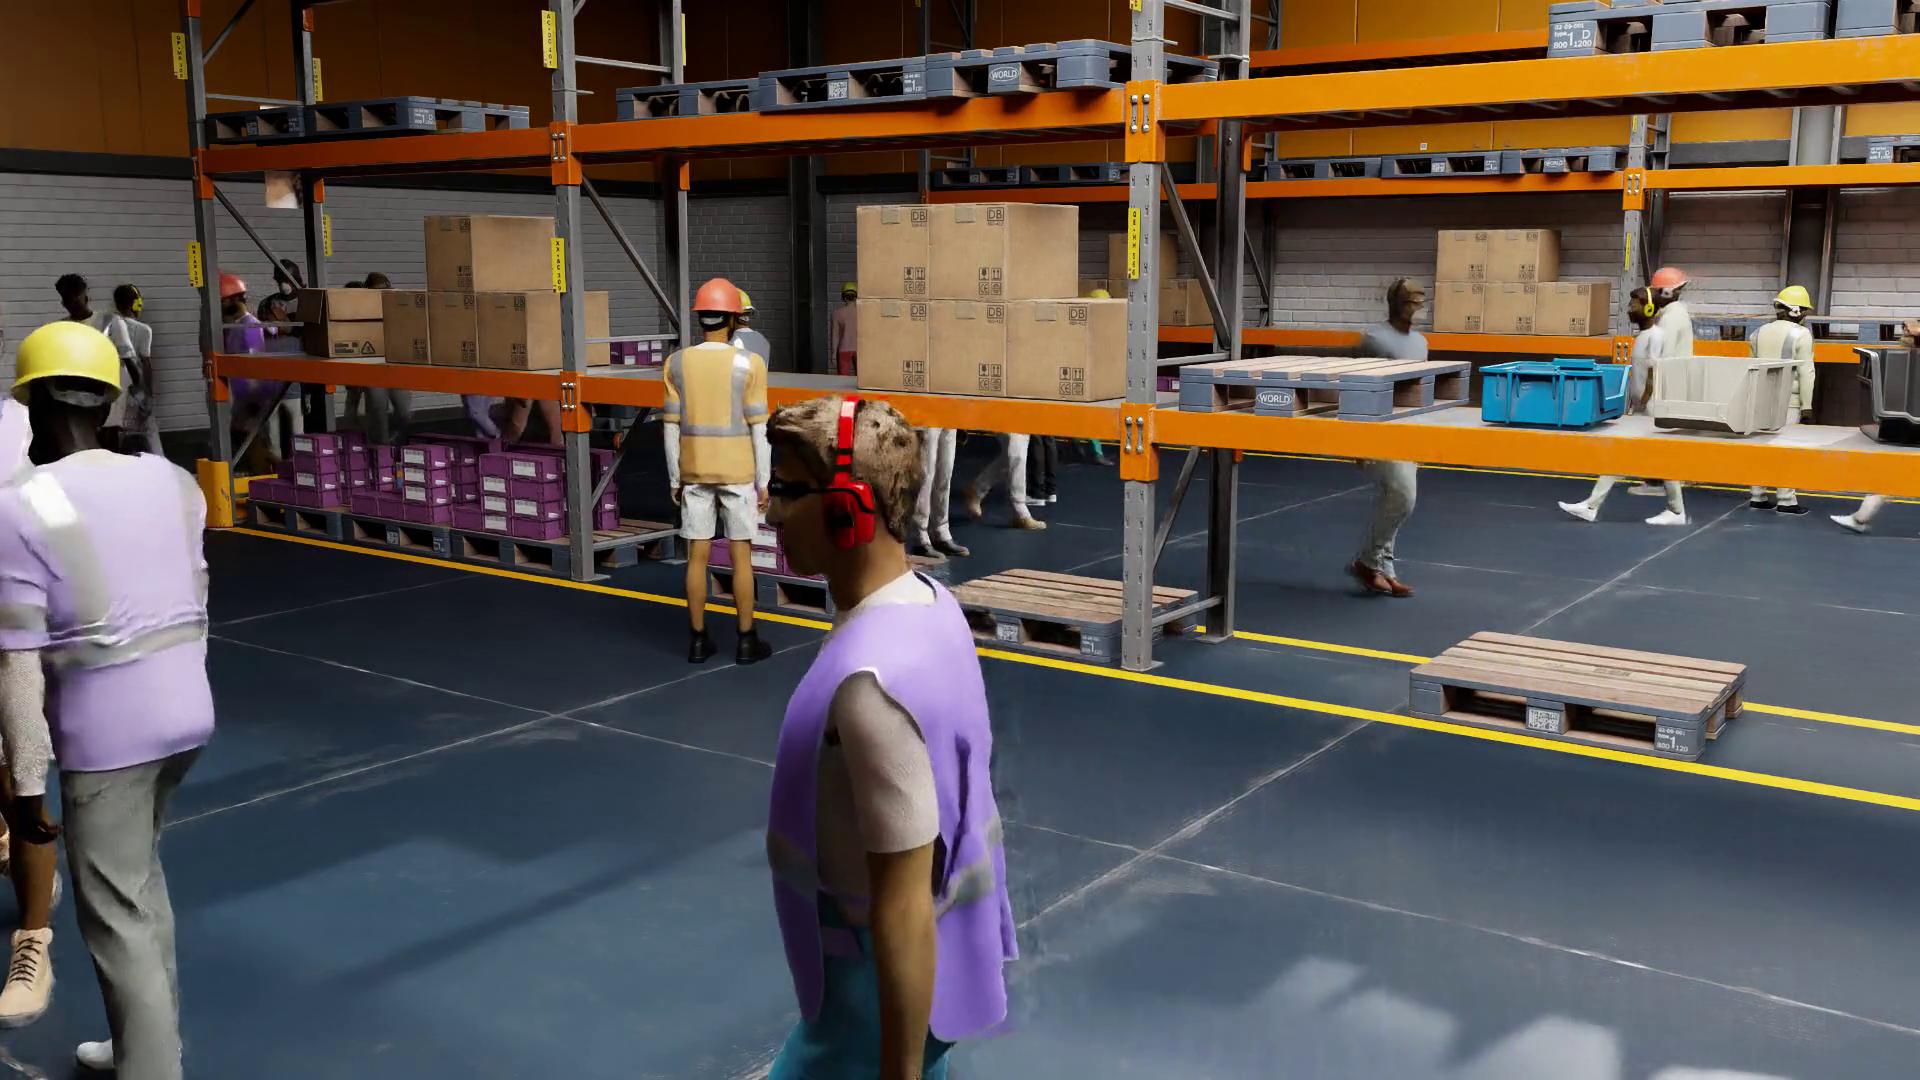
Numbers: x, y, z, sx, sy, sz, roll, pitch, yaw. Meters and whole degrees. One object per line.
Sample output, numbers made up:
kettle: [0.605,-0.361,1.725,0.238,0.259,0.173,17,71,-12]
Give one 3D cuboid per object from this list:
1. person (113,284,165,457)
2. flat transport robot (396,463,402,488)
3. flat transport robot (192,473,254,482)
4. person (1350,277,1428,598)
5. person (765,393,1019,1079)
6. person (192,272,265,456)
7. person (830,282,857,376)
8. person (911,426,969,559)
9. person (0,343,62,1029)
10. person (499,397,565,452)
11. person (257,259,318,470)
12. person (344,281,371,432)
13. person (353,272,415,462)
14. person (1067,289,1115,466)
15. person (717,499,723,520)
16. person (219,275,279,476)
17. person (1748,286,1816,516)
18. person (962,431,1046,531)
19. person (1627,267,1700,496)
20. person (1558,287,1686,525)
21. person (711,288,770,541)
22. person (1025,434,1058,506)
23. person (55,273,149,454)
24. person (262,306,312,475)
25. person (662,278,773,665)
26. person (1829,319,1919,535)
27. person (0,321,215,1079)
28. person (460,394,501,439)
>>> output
person: [-7.067,-1.256,14.197,0.540,1.809,0.972,1,10,4]
flat transport robot: [-5.174,-0.518,14.385,1.431,0.197,0.652,-7,12,-37]
flat transport robot: [-6.485,-0.404,13.708,1.431,0.197,0.652,-4,10,-23]
person: [2.613,-0.596,9.931,0.439,1.925,0.657,9,13,42]
person: [-0.166,0.691,2.542,0.505,1.824,0.576,1,10,6]
person: [-7.698,-1.877,17.430,0.748,1.971,0.624,-8,13,-40]
person: [-1.366,-2.332,20.750,0.533,1.765,0.329,-3,10,-16]
person: [-0.150,-0.796,11.249,0.355,1.883,0.573,6,11,34]
person: [-2.703,0.261,4.606,0.638,2.010,0.805,-3,10,-16]
person: [-3.846,-1.382,14.832,0.953,1.869,0.651,5,11,28]
person: [-6.462,-1.688,16.092,0.674,2.000,0.537,-1,10,-5]
person: [-5.756,-1.579,16.070,0.536,1.838,0.492,5,11,26]
person: [-5.464,-1.568,15.721,0.652,1.922,0.526,-8,12,-38]
person: [1.324,-1.611,16.499,0.478,1.747,0.533,5,11,29]
person: [-1.886,-1.002,13.059,0.332,1.688,0.533,-5,11,-26]
person: [-5.806,-1.208,13.643,0.568,1.906,0.634,-6,11,-32]
person: [6.565,-1.104,13.260,0.403,1.824,0.586,-3,10,-20]
person: [0.328,-0.997,12.666,0.783,1.817,0.623,6,11,32]
person: [6.115,-1.338,14.226,0.583,1.973,0.618,5,11,26]
person: [5.155,-1.011,12.723,0.961,1.812,0.551,1,10,6]
person: [-1.587,-0.873,11.854,0.404,1.831,0.600,4,10,22]
person: [0.636,-1.240,13.794,0.375,1.916,0.592,5,11,30]
person: [-6.962,-1.171,13.381,0.668,1.914,0.821,1,10,4]
person: [-5.893,-1.210,14.453,0.507,1.631,0.266,-1,10,-3]
person: [-1.200,-0.337,8.362,0.551,1.932,0.378,2,10,10]
person: [6.925,-0.811,12.175,0.876,1.588,0.538,4,10,20]
person: [-1.974,0.447,3.861,0.604,1.880,0.593,2,10,14]
person: [-4.634,-1.612,16.133,0.846,1.878,0.652,5,11,29]
